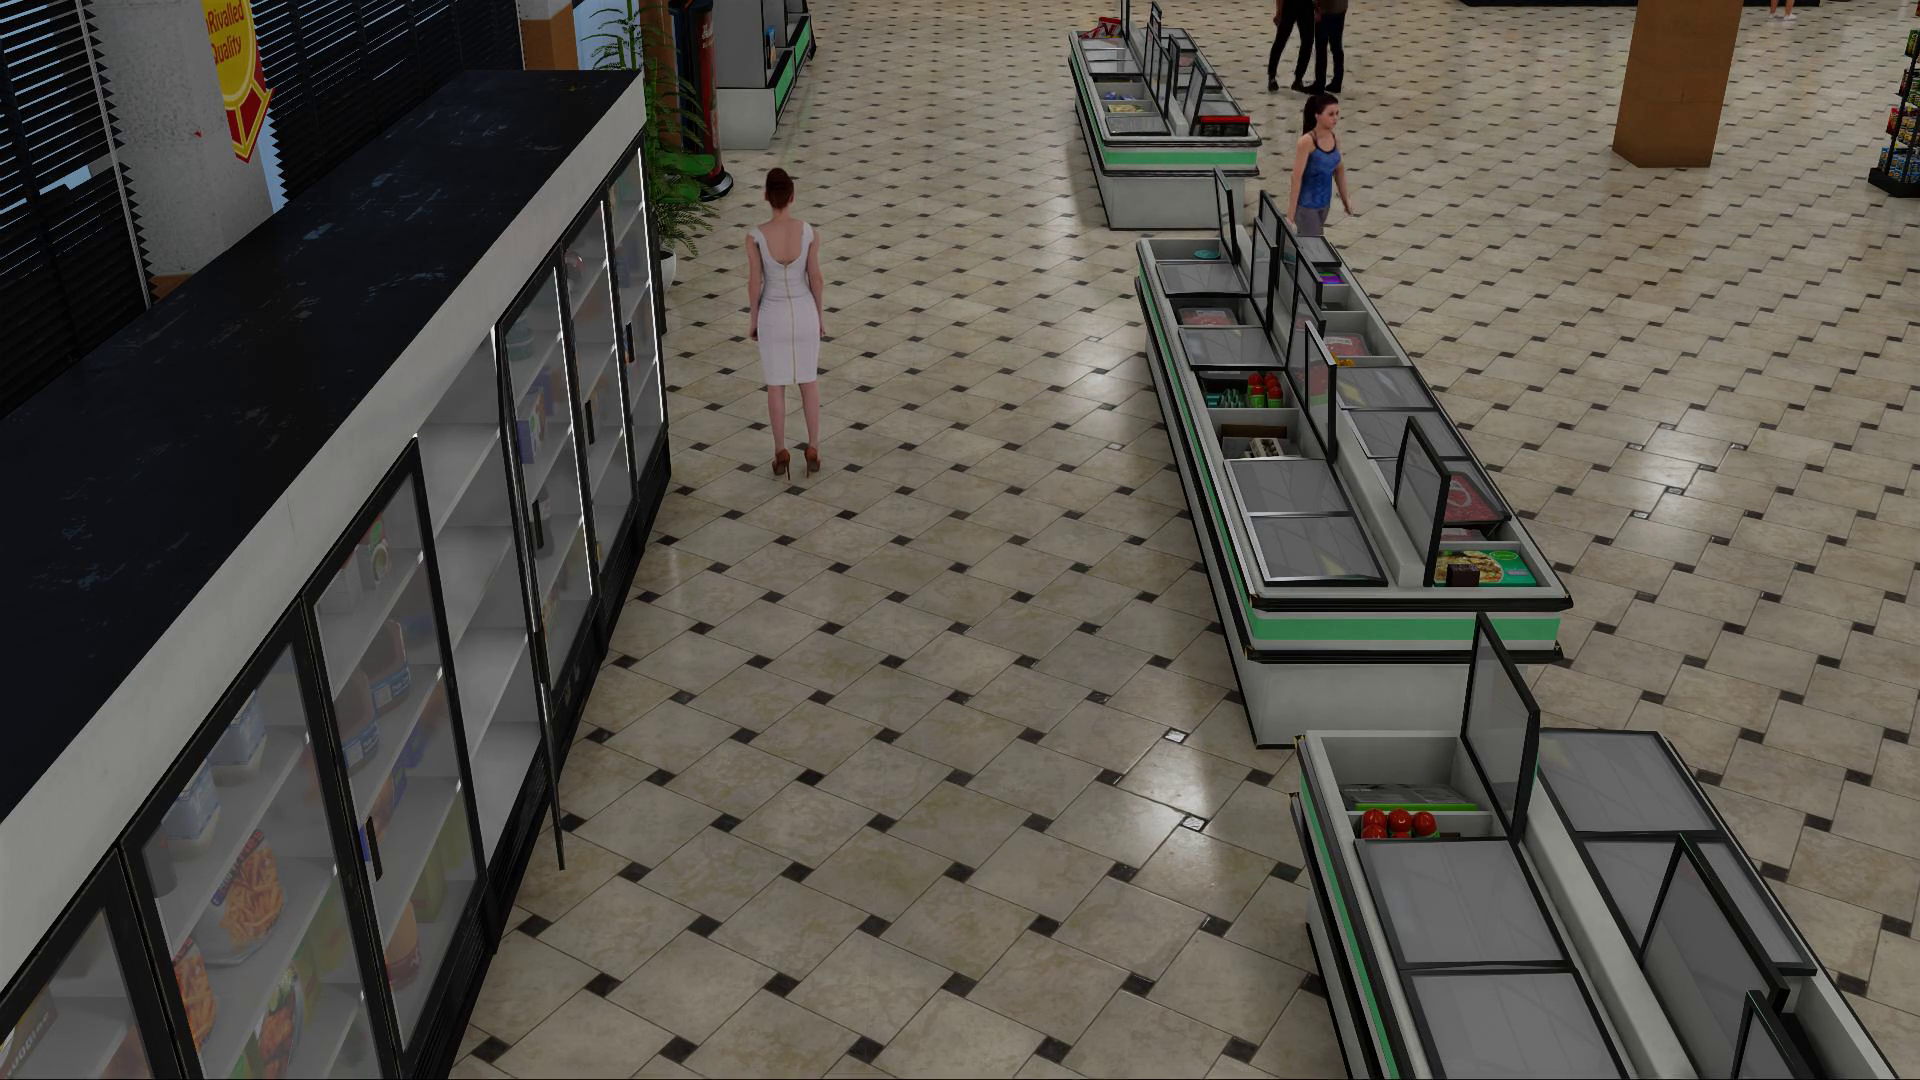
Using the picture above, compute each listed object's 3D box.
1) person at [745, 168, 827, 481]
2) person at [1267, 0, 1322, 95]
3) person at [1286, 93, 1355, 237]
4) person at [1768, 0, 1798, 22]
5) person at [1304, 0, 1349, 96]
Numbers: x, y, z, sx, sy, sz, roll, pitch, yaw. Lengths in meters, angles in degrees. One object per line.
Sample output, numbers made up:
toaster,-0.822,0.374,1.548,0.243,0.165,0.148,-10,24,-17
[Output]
person,-0.967,-1.194,9.268,0.618,1.793,0.545,-5,27,-10
person,3.723,-5.892,18.559,0.851,1.769,1.034,-6,27,-11
person,2.446,-2.371,11.832,0.962,1.574,1.029,-24,36,-39
person,11.443,-8.013,22.894,0.777,1.631,0.703,-22,34,-36
person,4.153,-5.927,18.497,0.754,1.887,0.802,-22,34,-37
